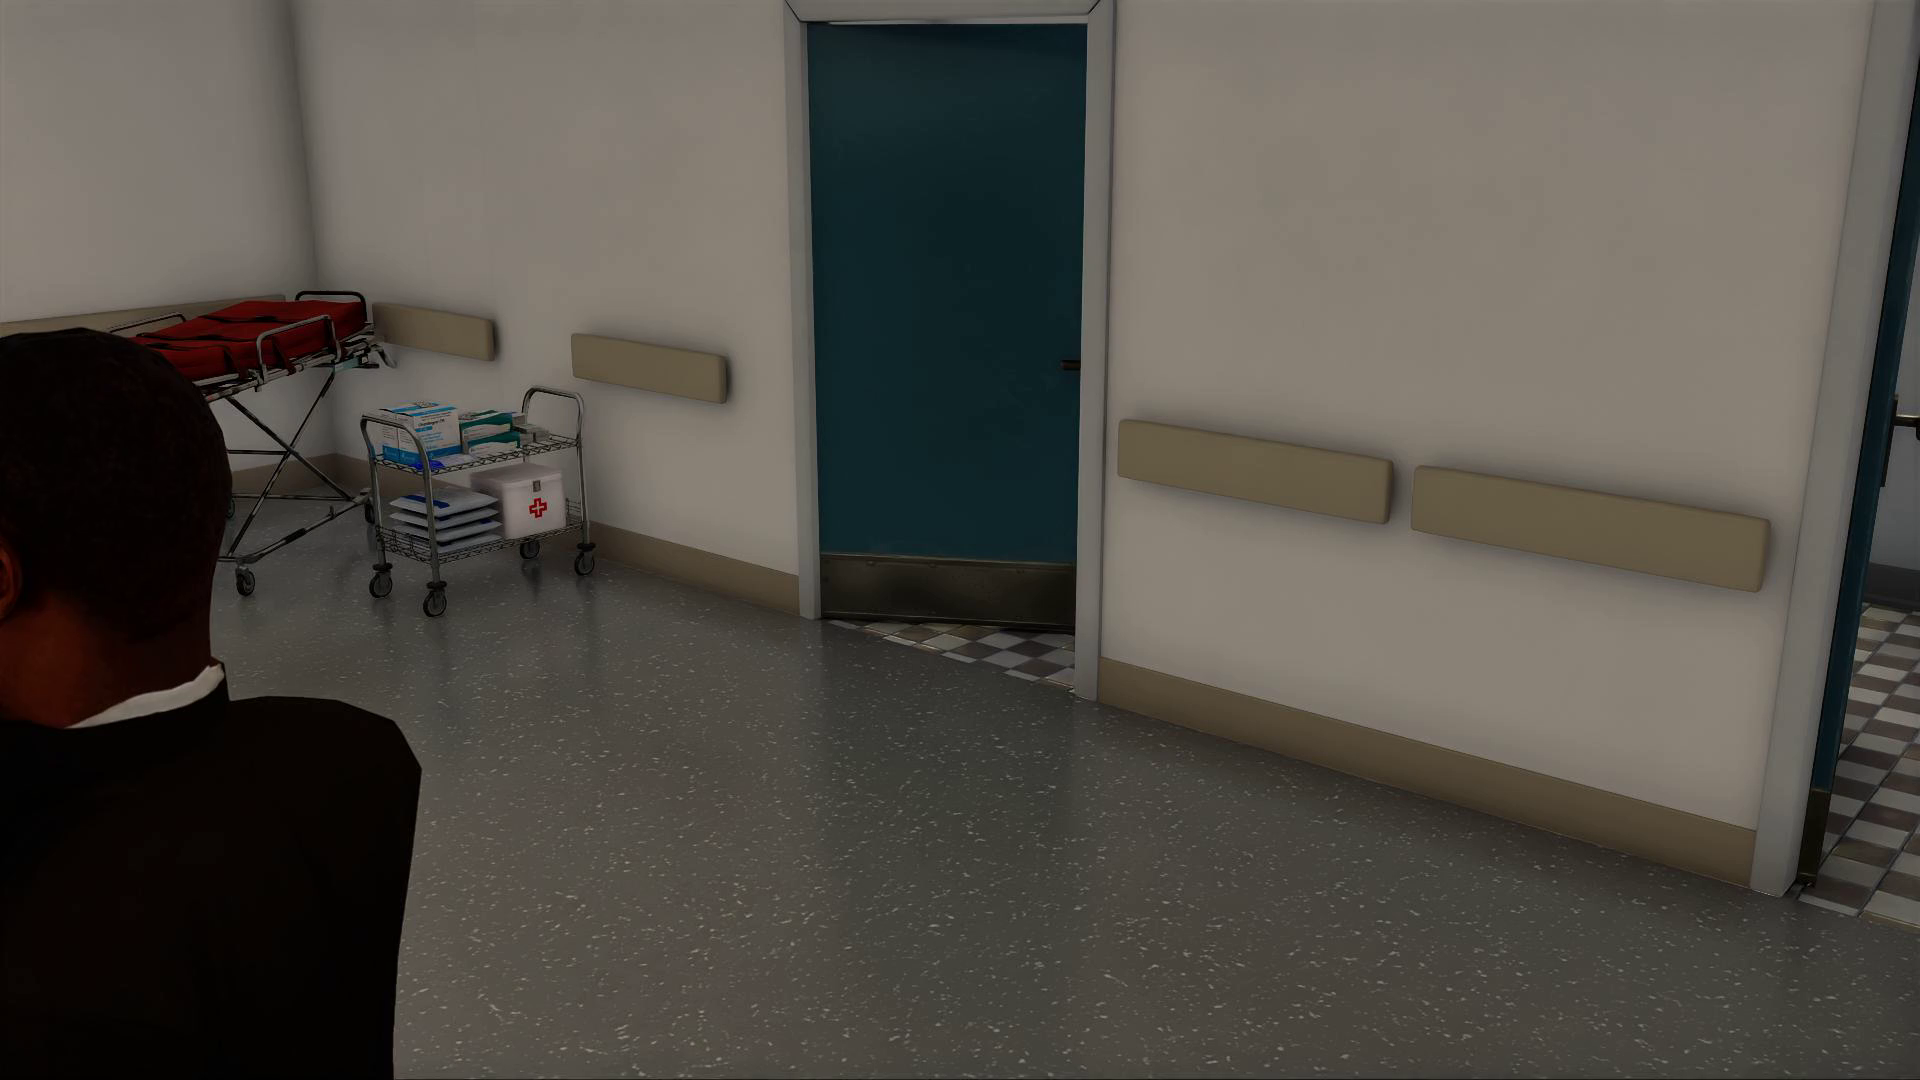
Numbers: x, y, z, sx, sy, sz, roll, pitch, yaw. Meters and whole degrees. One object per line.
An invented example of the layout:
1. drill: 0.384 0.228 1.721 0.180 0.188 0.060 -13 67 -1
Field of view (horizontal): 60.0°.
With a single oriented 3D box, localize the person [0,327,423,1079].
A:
1. person: -0.545 0.785 1.264 0.841 1.904 0.794 0 16 -1
